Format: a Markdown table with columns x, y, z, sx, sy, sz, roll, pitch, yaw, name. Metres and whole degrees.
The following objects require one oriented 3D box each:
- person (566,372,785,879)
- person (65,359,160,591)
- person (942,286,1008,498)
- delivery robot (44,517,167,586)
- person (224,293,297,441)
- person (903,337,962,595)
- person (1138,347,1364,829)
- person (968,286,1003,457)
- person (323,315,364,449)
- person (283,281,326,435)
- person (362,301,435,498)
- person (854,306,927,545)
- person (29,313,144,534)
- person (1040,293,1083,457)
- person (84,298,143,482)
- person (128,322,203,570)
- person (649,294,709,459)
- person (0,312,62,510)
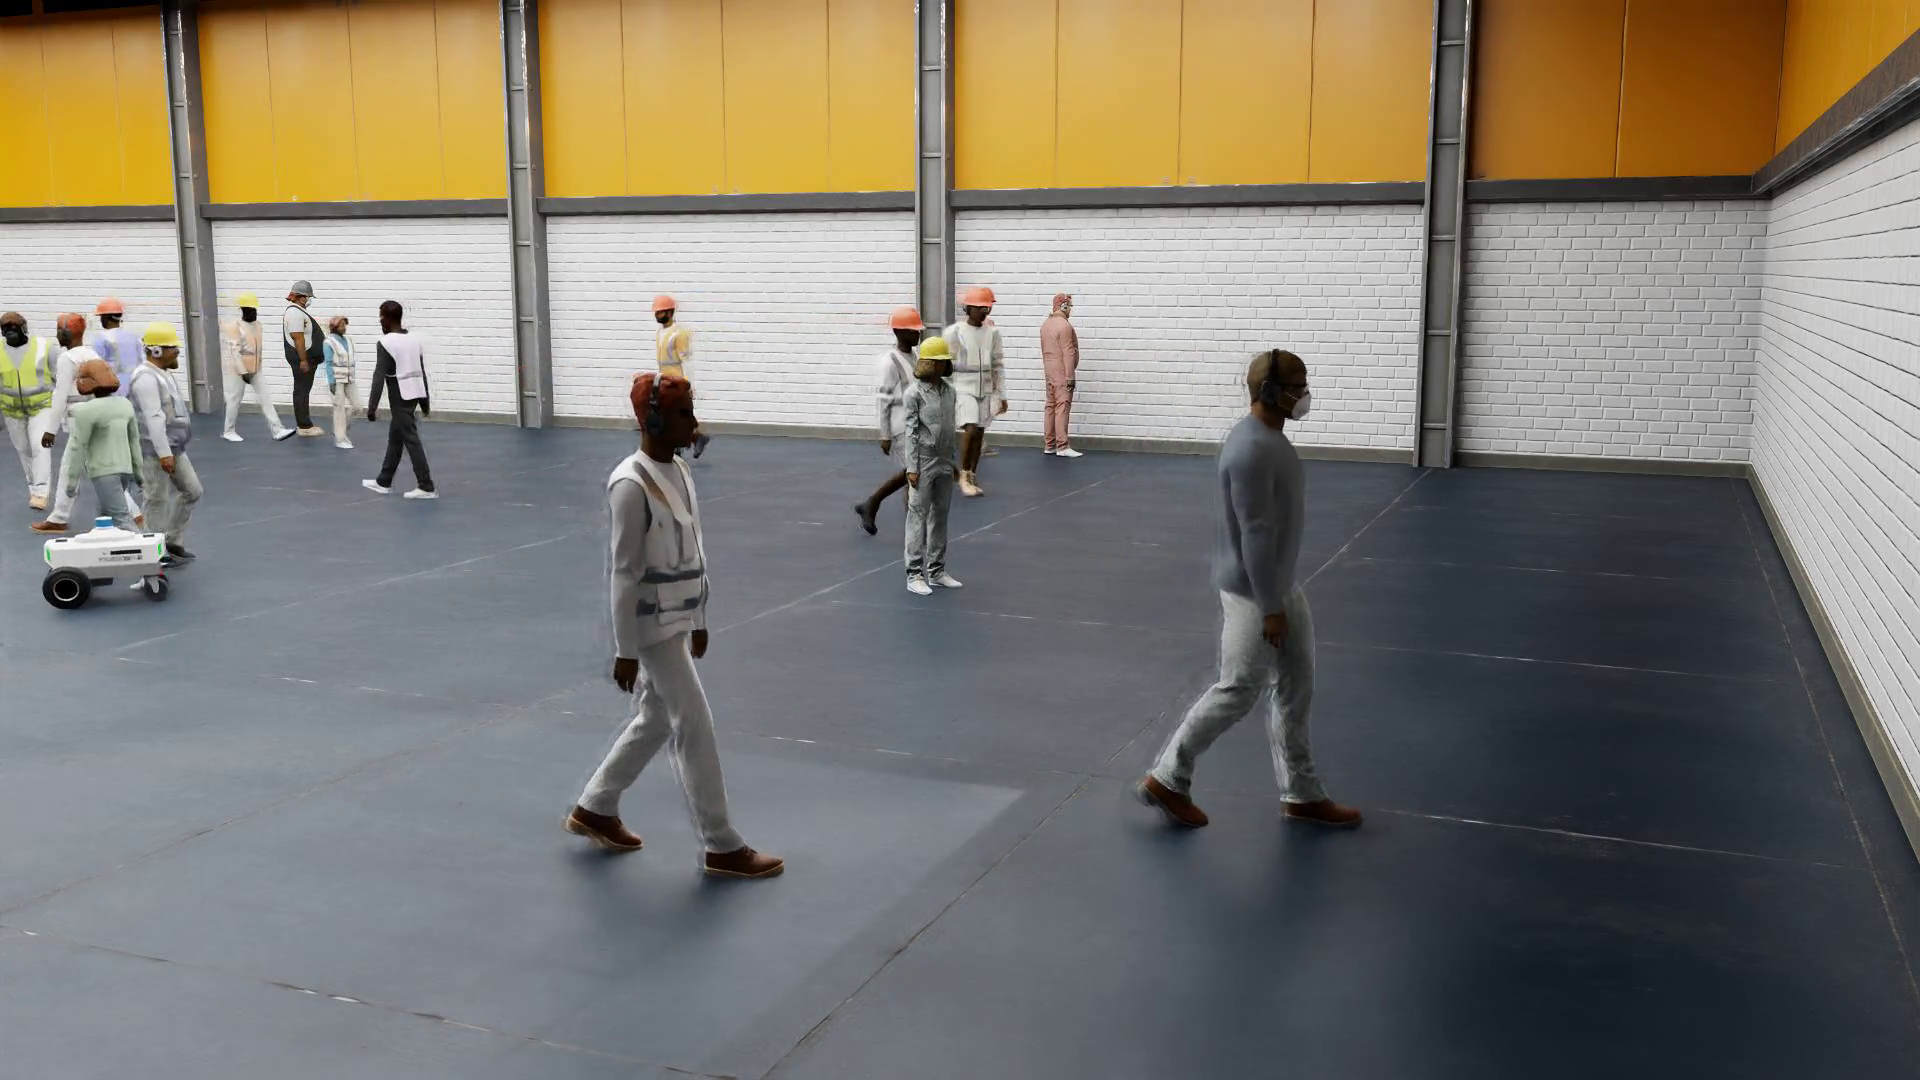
| x | y | z | sx | sy | sz | roll | pitch | yaw | name |
| --- | --- | --- | --- | --- | --- | --- | --- | --- | --- |
| -1.095 | 0.305 | 6.084 | 0.882 | 1.851 | 0.592 | 1 | 9 | 9 | person |
| -5.839 | -0.441 | 11.370 | 0.851 | 1.583 | 0.516 | 2 | 10 | 11 | person |
| 0.169 | -1.402 | 15.877 | 0.630 | 2.020 | 0.613 | -5 | 11 | -29 | person |
| -5.639 | 0.092 | 10.995 | 0.707 | 0.478 | 0.477 | -4 | 10 | -23 | delivery robot |
| -8.916 | -2.159 | 20.940 | 1.030 | 1.870 | 0.596 | 3 | 10 | 20 | person |
| -0.175 | -0.508 | 11.321 | 0.298 | 1.743 | 0.493 | 8 | 12 | 40 | person |
| 1.155 | 0.206 | 6.515 | 0.741 | 1.937 | 0.641 | 4 | 10 | 22 | person |
| 0.260 | -1.940 | 19.261 | 0.414 | 1.981 | 0.648 | -5 | 11 | -28 | person |
| -7.481 | -1.909 | 20.163 | 0.375 | 1.624 | 0.536 | 3 | 10 | 19 | person |
| -8.596 | -2.399 | 21.879 | 0.536 | 2.000 | 0.676 | -4 | 10 | -23 | person |
| -5.453 | -1.333 | 15.890 | 0.926 | 1.876 | 0.629 | 2 | 10 | 13 | person |
| -0.495 | -0.919 | 13.316 | 0.845 | 1.910 | 0.551 | 5 | 11 | 29 | person |
| -7.196 | -0.939 | 13.664 | 0.974 | 1.845 | 0.591 | -1 | 9 | -8 | person |
| 1.188 | -1.922 | 19.402 | 0.410 | 1.906 | 0.642 | -4 | 10 | -23 | person |
| -8.736 | -1.538 | 17.127 | 0.964 | 1.885 | 0.554 | 2 | 10 | 12 | person |
| -5.786 | -0.670 | 12.099 | 0.442 | 1.817 | 0.611 | -1 | 9 | -8 | person |
| -3.109 | -1.766 | 18.429 | 0.669 | 1.918 | 0.582 | -7 | 12 | -37 | person |
| -8.503 | -1.162 | 15.114 | 0.638 | 1.798 | 0.881 | -2 | 10 | -14 | person |
